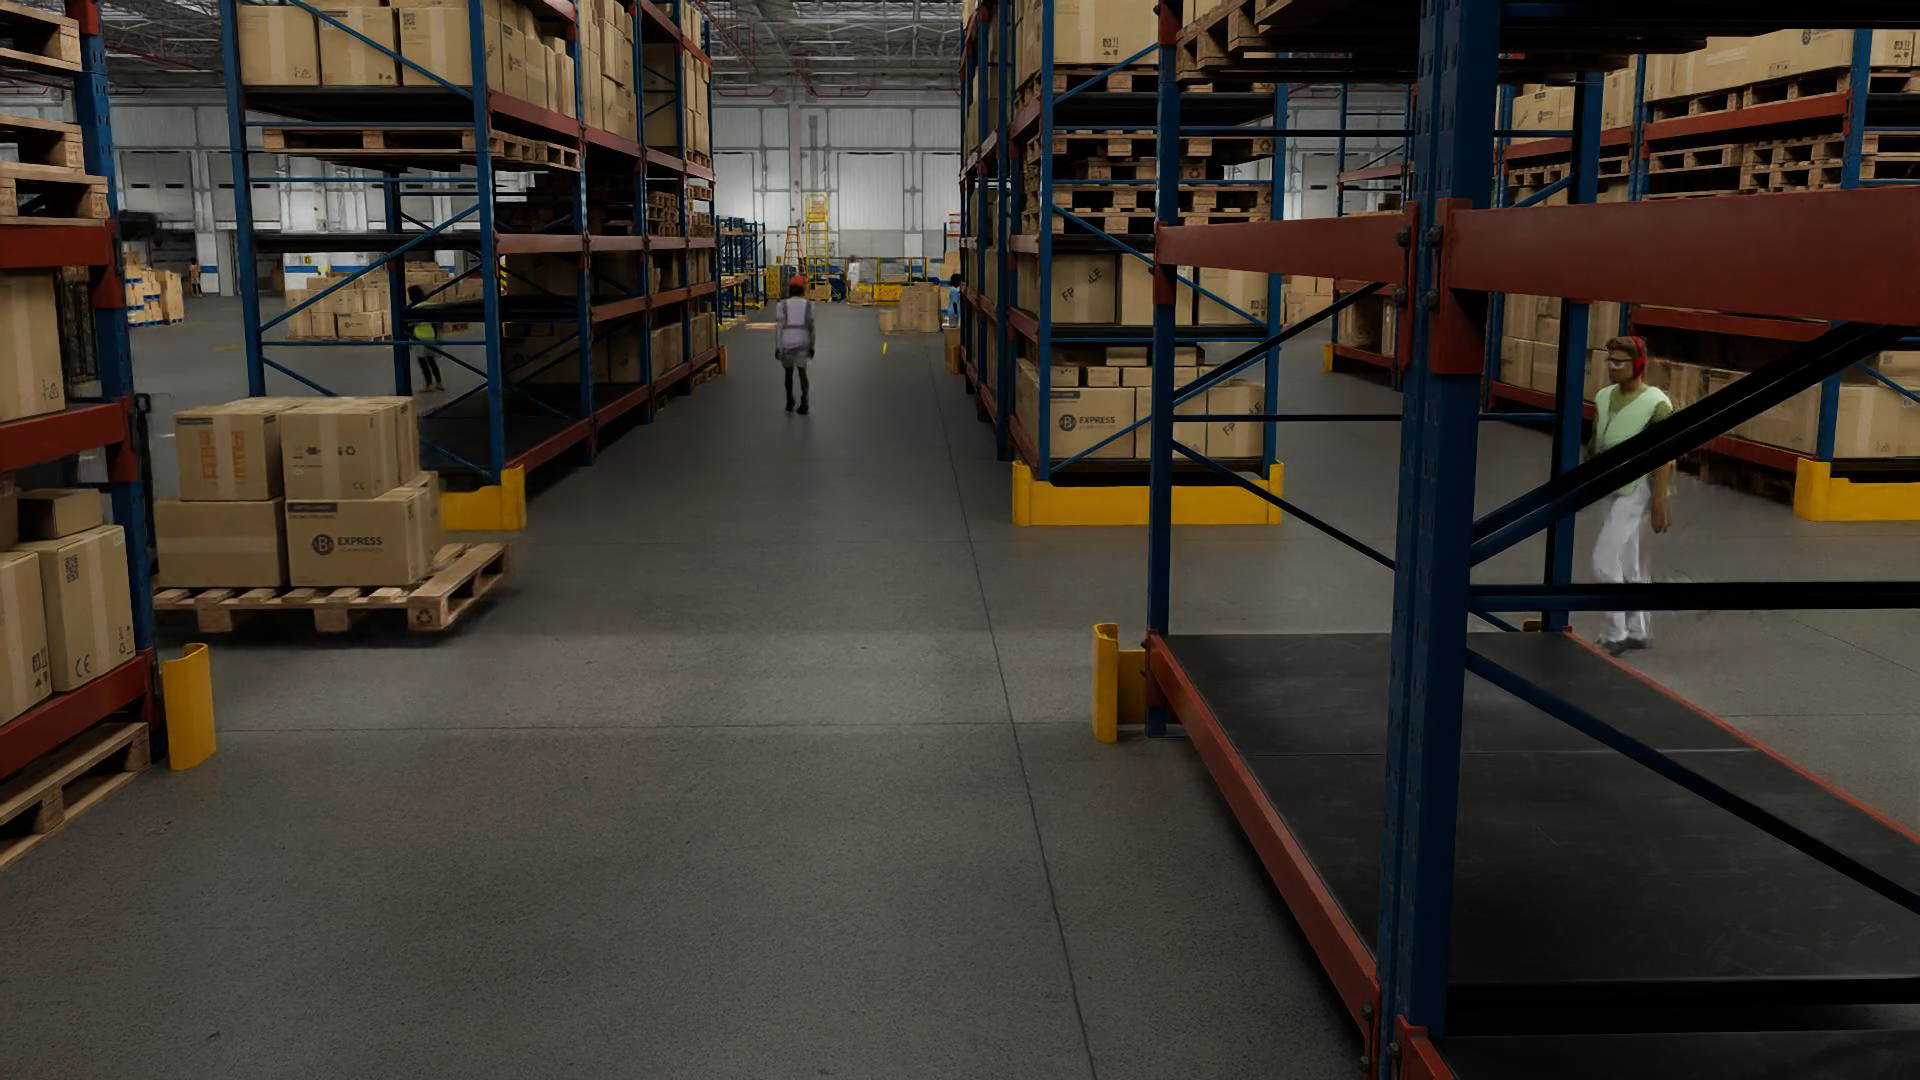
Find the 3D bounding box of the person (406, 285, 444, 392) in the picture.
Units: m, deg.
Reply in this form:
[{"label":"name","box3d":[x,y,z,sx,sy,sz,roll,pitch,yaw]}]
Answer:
[{"label":"person","box3d":[-8.390,-3.133,25.951,0.325,1.668,0.588,5,11,27]}]

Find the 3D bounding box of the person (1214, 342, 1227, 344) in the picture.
[{"label":"person","box3d":[5.664,-5.433,38.175,0.933,1.888,0.601,4,11,21]}]

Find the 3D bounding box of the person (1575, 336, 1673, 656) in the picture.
[{"label":"person","box3d":[3.694,-0.240,9.415,0.665,1.820,0.582,-2,10,-9]}]

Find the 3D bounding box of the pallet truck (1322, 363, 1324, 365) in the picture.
[{"label":"pallet truck","box3d":[7.712,-4.157,30.737,1.885,1.965,0.823,3,11,16]}]

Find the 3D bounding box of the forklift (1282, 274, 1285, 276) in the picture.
[{"label":"forklift","box3d":[11.009,-9.520,58.157,1.873,2.768,1.129,-3,11,-16]}]

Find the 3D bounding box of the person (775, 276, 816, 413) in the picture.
[{"label":"person","box3d":[-2.267,-2.686,22.902,0.593,1.880,1.015,-2,10,-10]}]

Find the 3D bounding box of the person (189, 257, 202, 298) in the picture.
[{"label":"person","box3d":[-32.127,-11.023,69.849,0.530,1.689,0.322,1,10,6]}]

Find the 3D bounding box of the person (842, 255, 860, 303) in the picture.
[{"label":"person","box3d":[-4.120,-9.826,62.757,0.956,1.834,0.596,-7,12,-33]}]

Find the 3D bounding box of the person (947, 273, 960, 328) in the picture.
[{"label":"person","box3d":[-0.101,-4.688,34.533,0.319,1.698,0.532,0,10,-3]}]
